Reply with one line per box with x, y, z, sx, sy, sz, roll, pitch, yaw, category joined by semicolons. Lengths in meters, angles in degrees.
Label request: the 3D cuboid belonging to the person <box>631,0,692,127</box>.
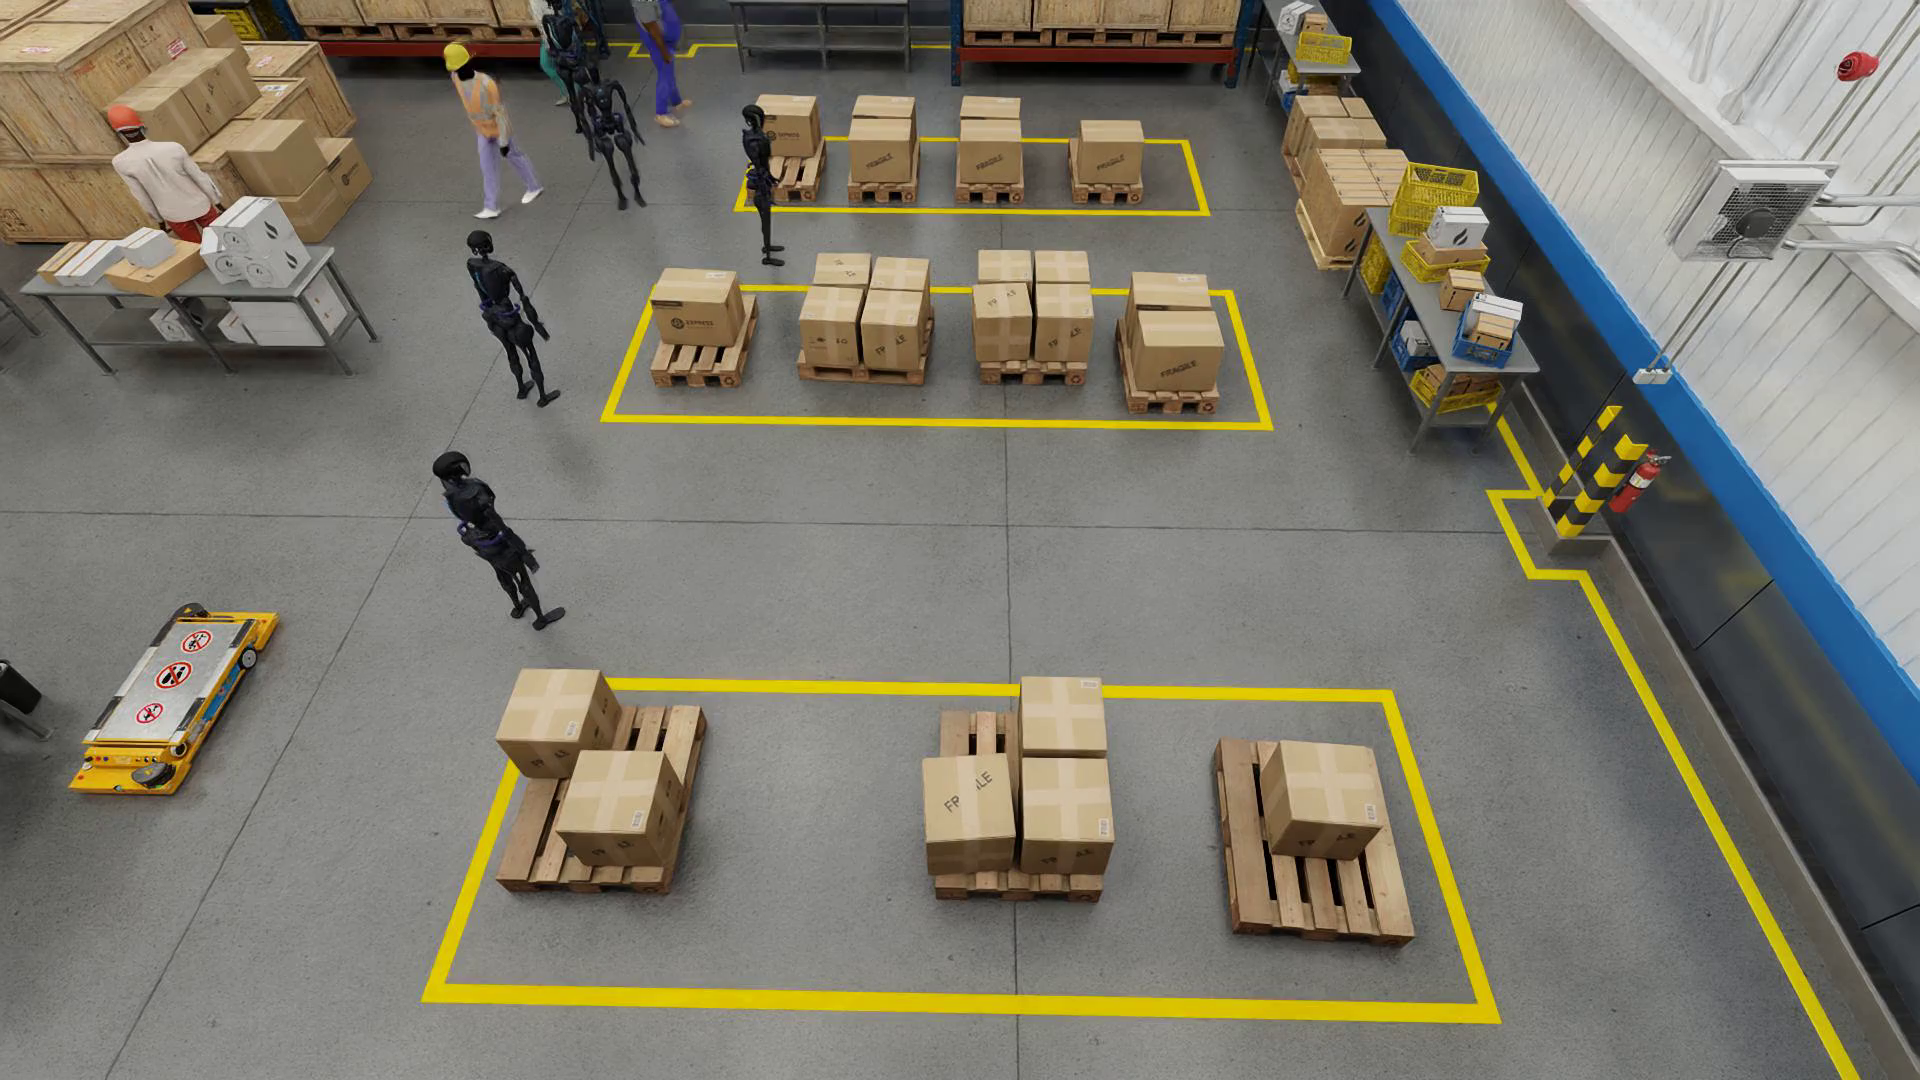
-3.819;-6.368;11.596;0.614;2.000;0.778;-12;51;-10;person

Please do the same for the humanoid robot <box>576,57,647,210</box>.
-3.905;-4.543;10.286;0.616;1.660;0.316;-23;53;-18;humanoid robot

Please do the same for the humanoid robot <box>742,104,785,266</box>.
-2.046;-3.707;9.572;0.328;1.657;0.590;-3;50;-3;humanoid robot

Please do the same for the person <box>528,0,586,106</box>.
-5.358;-6.556;11.944;0.561;1.733;0.652;-2;50;-2;person

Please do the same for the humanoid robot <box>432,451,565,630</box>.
-3.248;0.003;6.433;0.589;1.657;0.327;25;54;20;humanoid robot

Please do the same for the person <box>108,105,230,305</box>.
-7.577;-3.243;8.982;0.618;1.994;0.378;-32;57;-24;person

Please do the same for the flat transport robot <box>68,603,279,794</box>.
-5.504;1.072;6.442;0.652;0.197;1.431;1;50;1;flat transport robot

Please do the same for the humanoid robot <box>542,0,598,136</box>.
-4.861;-5.953;11.479;0.580;1.653;0.316;14;51;12;humanoid robot

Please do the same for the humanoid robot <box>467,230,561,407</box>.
-3.985;-1.947;8.095;0.595;1.647;0.372;20;53;16;humanoid robot

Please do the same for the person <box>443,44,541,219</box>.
-5.225;-4.469;10.095;0.602;1.864;0.988;16;52;13;person
